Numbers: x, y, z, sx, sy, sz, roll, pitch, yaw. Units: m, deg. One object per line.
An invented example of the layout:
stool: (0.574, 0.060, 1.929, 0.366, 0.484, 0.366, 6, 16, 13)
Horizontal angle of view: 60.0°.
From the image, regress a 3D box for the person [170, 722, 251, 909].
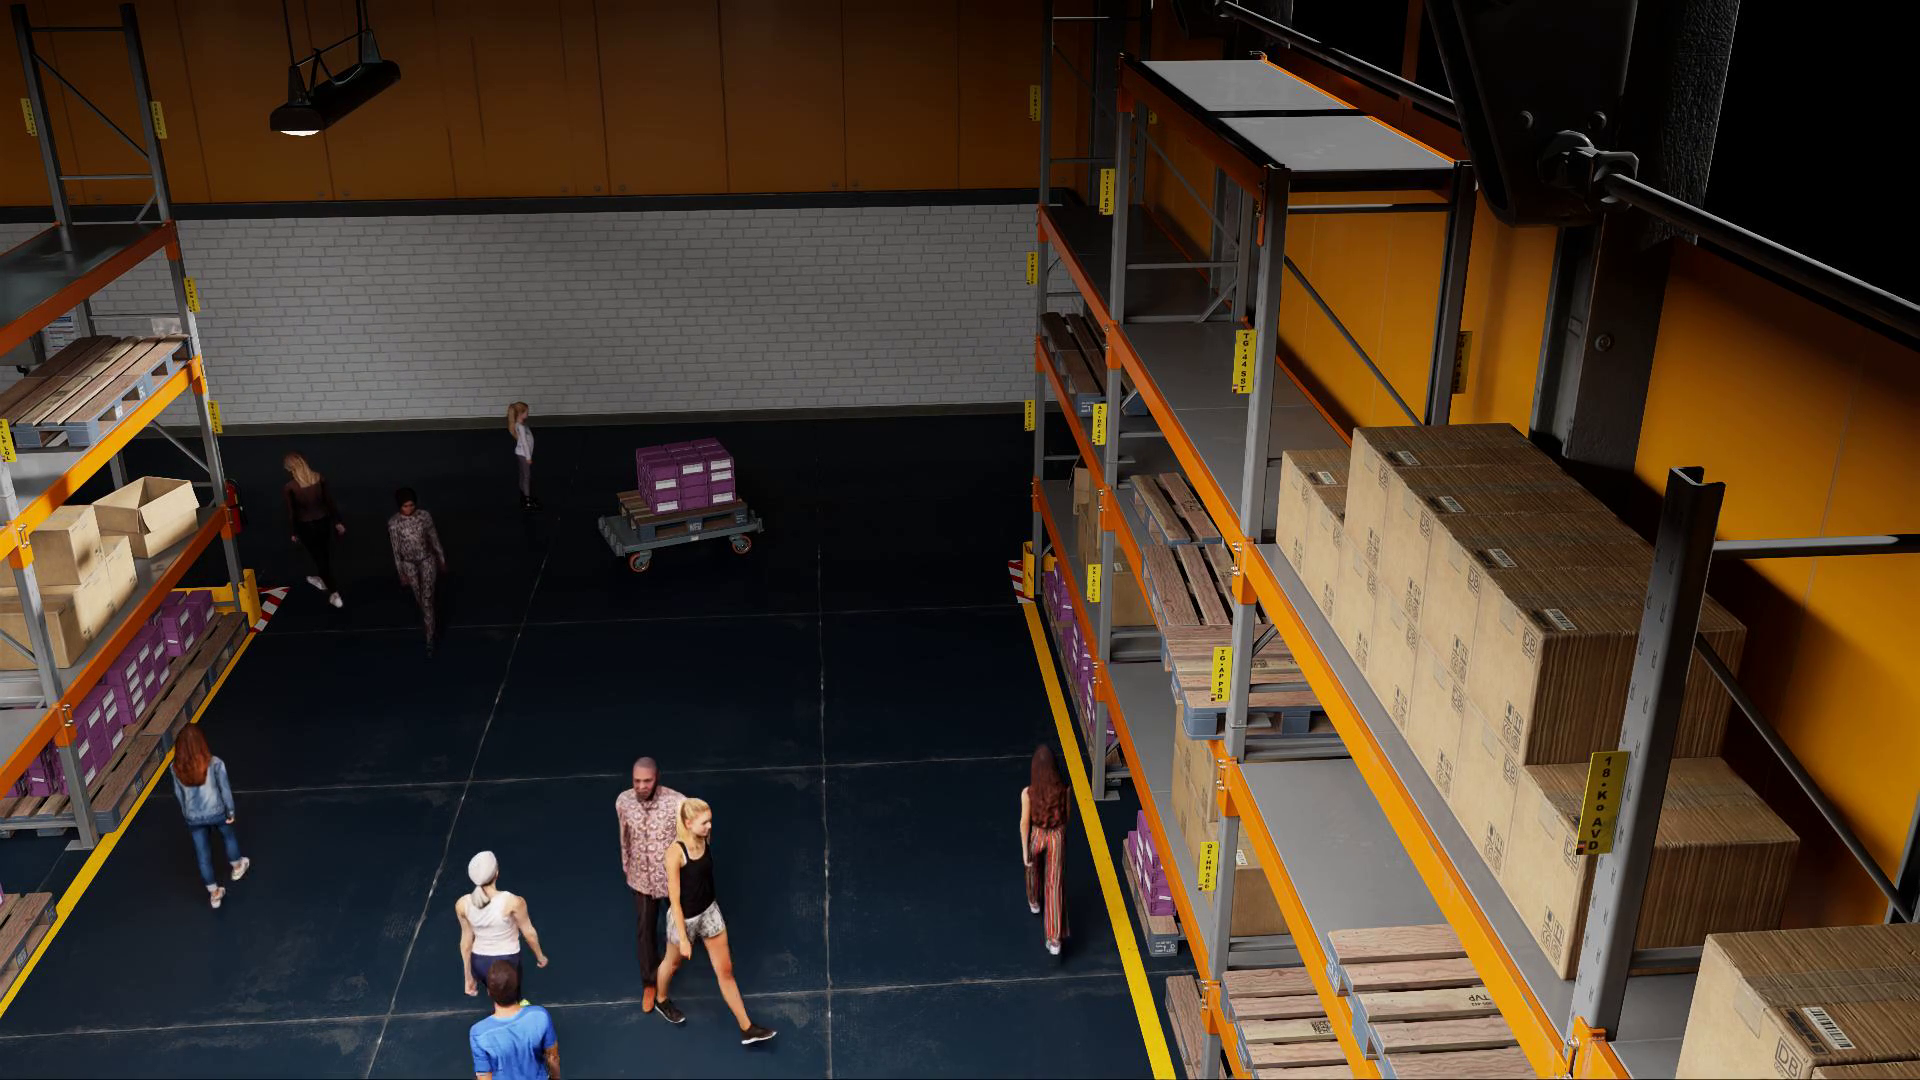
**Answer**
person: (-5.571, 2.054, 12.241, 0.620, 1.459, 0.799, -5, 24, -12)

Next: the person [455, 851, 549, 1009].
person: (-2.892, 2.772, 10.362, 0.776, 1.647, 1.219, 3, 24, 6)

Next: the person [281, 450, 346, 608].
person: (-6.511, -0.078, 16.864, 1.019, 1.662, 1.088, -21, 31, -40)

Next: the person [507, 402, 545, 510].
person: (-5.111, -1.002, 19.455, 0.618, 1.280, 0.525, -11, 26, -23)

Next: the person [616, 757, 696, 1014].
person: (-2.033, 2.244, 11.400, 0.741, 1.783, 1.148, 1, 24, 1)

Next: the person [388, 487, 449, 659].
person: (-5.254, 0.239, 16.146, 0.718, 1.656, 1.203, -6, 24, -13)

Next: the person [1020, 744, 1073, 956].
person: (0.637, 2.202, 11.816, 0.536, 1.528, 1.085, -3, 24, -6)

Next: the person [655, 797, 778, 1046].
person: (-1.825, 2.463, 10.909, 1.183, 1.776, 1.223, 15, 28, 30)

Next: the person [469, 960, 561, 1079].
person: (-2.388, 3.202, 9.148, 0.872, 1.832, 1.166, -10, 26, -22)
